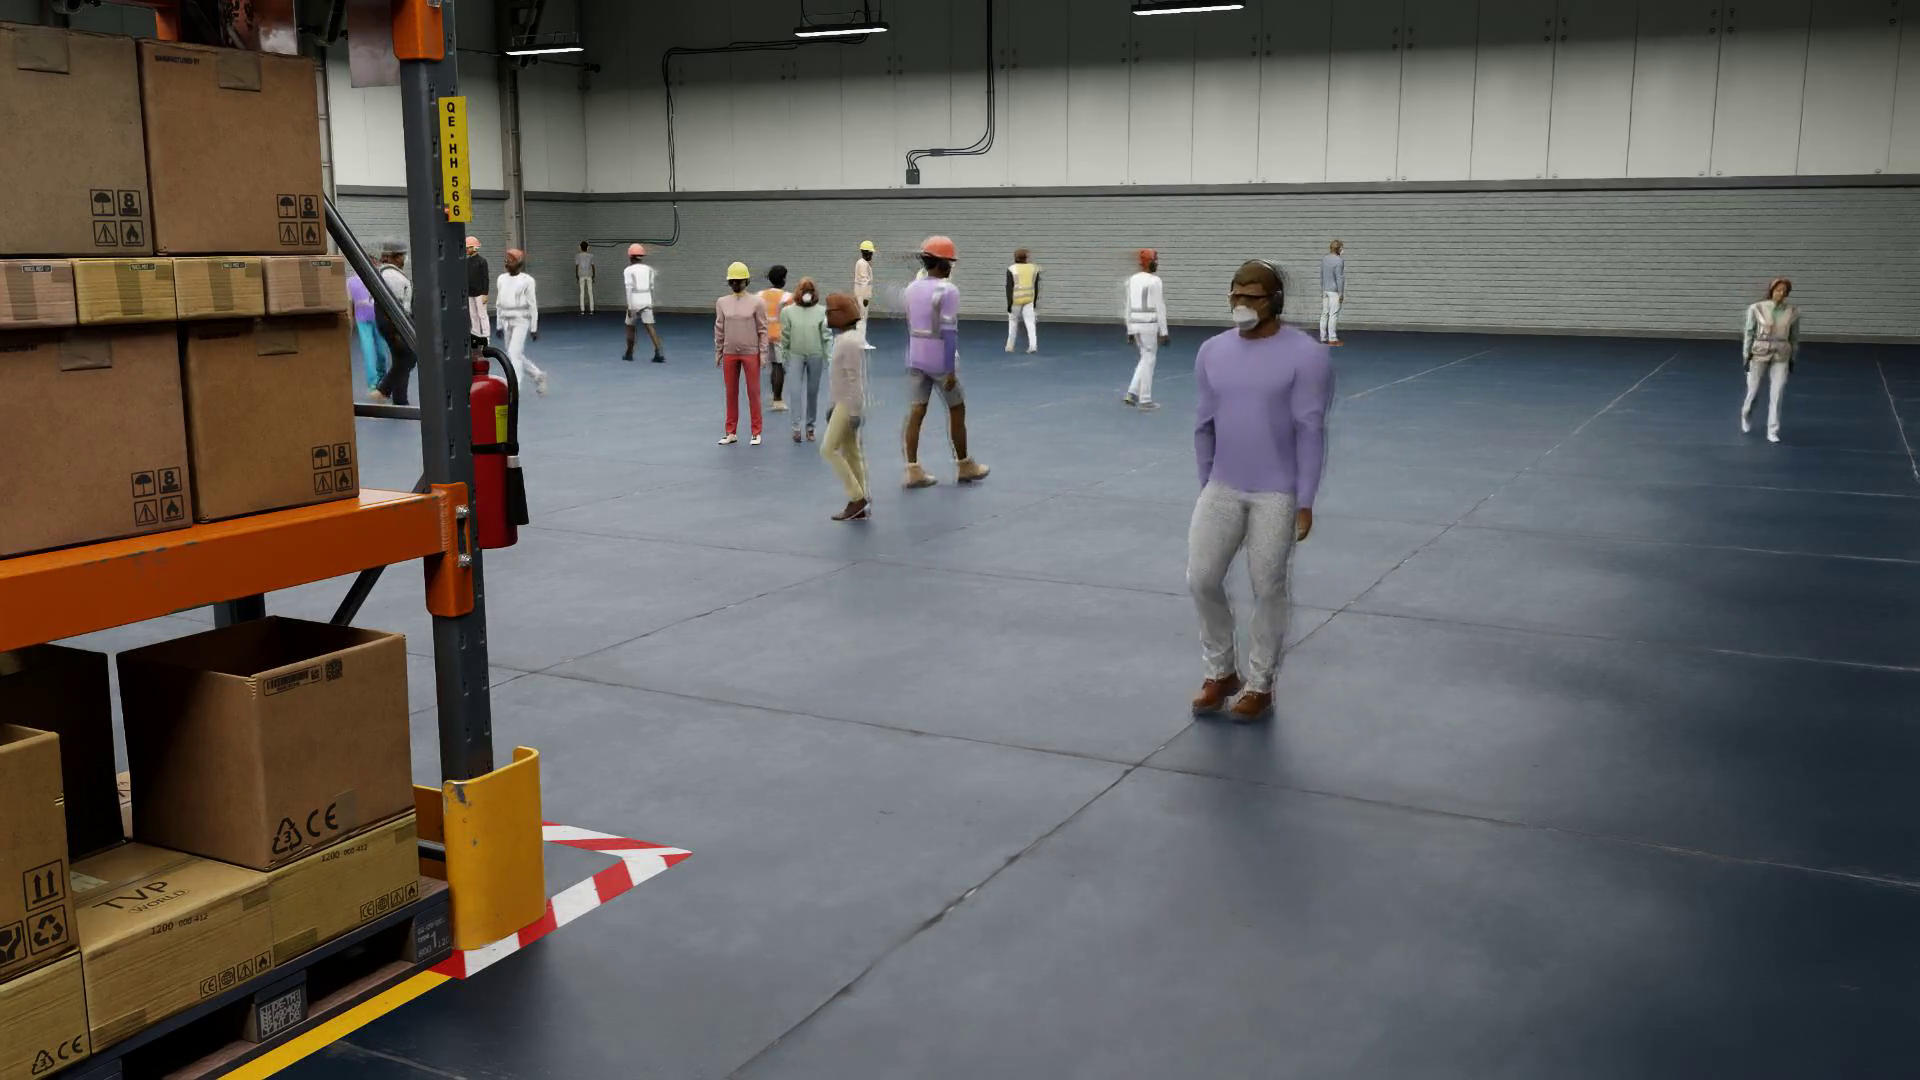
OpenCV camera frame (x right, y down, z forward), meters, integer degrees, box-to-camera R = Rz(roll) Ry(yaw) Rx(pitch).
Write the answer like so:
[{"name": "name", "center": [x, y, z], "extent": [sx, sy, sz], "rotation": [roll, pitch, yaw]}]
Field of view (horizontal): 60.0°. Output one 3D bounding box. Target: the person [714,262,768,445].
[{"name": "person", "center": [-2.121, -1.793, 16.078], "extent": [0.535, 1.766, 0.318], "rotation": [2, 11, 12]}]

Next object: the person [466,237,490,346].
[{"name": "person", "center": [-8.604, -4.378, 29.540], "extent": [0.613, 1.994, 0.395], "rotation": [9, 13, 39]}]

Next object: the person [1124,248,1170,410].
[{"name": "person", "center": [2.158, -2.427, 19.250], "extent": [0.356, 1.874, 0.586], "rotation": [-5, 12, -26]}]

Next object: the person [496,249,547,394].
[{"name": "person", "center": [-5.415, -2.647, 20.474], "extent": [0.582, 1.862, 0.798], "rotation": [7, 12, 33]}]

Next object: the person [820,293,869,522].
[{"name": "person", "center": [-0.821, -0.923, 11.727], "extent": [0.378, 1.622, 0.500], "rotation": [-1, 10, -7]}]

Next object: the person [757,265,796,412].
[{"name": "person", "center": [-2.063, -2.331, 19.239], "extent": [0.547, 1.675, 0.572], "rotation": [5, 12, 27]}]

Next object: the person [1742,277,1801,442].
[{"name": "person", "center": [8.014, -1.796, 16.477], "extent": [0.522, 1.620, 0.590], "rotation": [3, 11, 14]}]

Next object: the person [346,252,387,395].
[{"name": "person", "center": [-7.562, -2.791, 21.389], "extent": [0.579, 1.815, 0.859], "rotation": [-4, 11, -21]}]

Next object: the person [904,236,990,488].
[{"name": "person", "center": [-0.127, -1.439, 13.468], "extent": [0.928, 2.004, 0.631], "rotation": [-10, 14, -44]}]

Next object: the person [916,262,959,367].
[{"name": "person", "center": [-0.364, -3.346, 24.420], "extent": [0.632, 1.818, 0.837], "rotation": [8, 13, 37]}]

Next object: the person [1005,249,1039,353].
[{"name": "person", "center": [1.070, -4.112, 28.662], "extent": [0.635, 1.800, 0.960], "rotation": [-4, 11, -22]}]

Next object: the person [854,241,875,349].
[{"name": "person", "center": [-1.689, -4.359, 29.645], "extent": [0.390, 1.920, 0.590], "rotation": [-1, 10, -7]}]

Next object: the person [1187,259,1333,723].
[{"name": "person", "center": [1.194, -0.182, 6.860], "extent": [0.640, 1.923, 0.498], "rotation": [7, 13, 35]}]

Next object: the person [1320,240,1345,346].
[{"name": "person", "center": [6.825, -4.519, 30.468], "extent": [0.349, 1.935, 0.635], "rotation": [-4, 11, -20]}]

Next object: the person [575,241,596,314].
[{"name": "person", "center": [-9.653, -6.752, 42.859], "extent": [0.515, 1.861, 0.328], "rotation": [-2, 11, -12]}]

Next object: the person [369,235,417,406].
[{"name": "person", "center": [-6.192, -2.362, 18.423], "extent": [0.550, 2.000, 0.690], "rotation": [-6, 12, -29]}]

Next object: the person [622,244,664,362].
[{"name": "person", "center": [-5.096, -3.785, 26.616], "extent": [0.557, 1.893, 1.013], "rotation": [-9, 14, -41]}]

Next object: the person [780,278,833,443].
[{"name": "person", "center": [-1.482, -1.734, 16.185], "extent": [0.512, 1.598, 0.782], "rotation": [-2, 11, -9]}]
